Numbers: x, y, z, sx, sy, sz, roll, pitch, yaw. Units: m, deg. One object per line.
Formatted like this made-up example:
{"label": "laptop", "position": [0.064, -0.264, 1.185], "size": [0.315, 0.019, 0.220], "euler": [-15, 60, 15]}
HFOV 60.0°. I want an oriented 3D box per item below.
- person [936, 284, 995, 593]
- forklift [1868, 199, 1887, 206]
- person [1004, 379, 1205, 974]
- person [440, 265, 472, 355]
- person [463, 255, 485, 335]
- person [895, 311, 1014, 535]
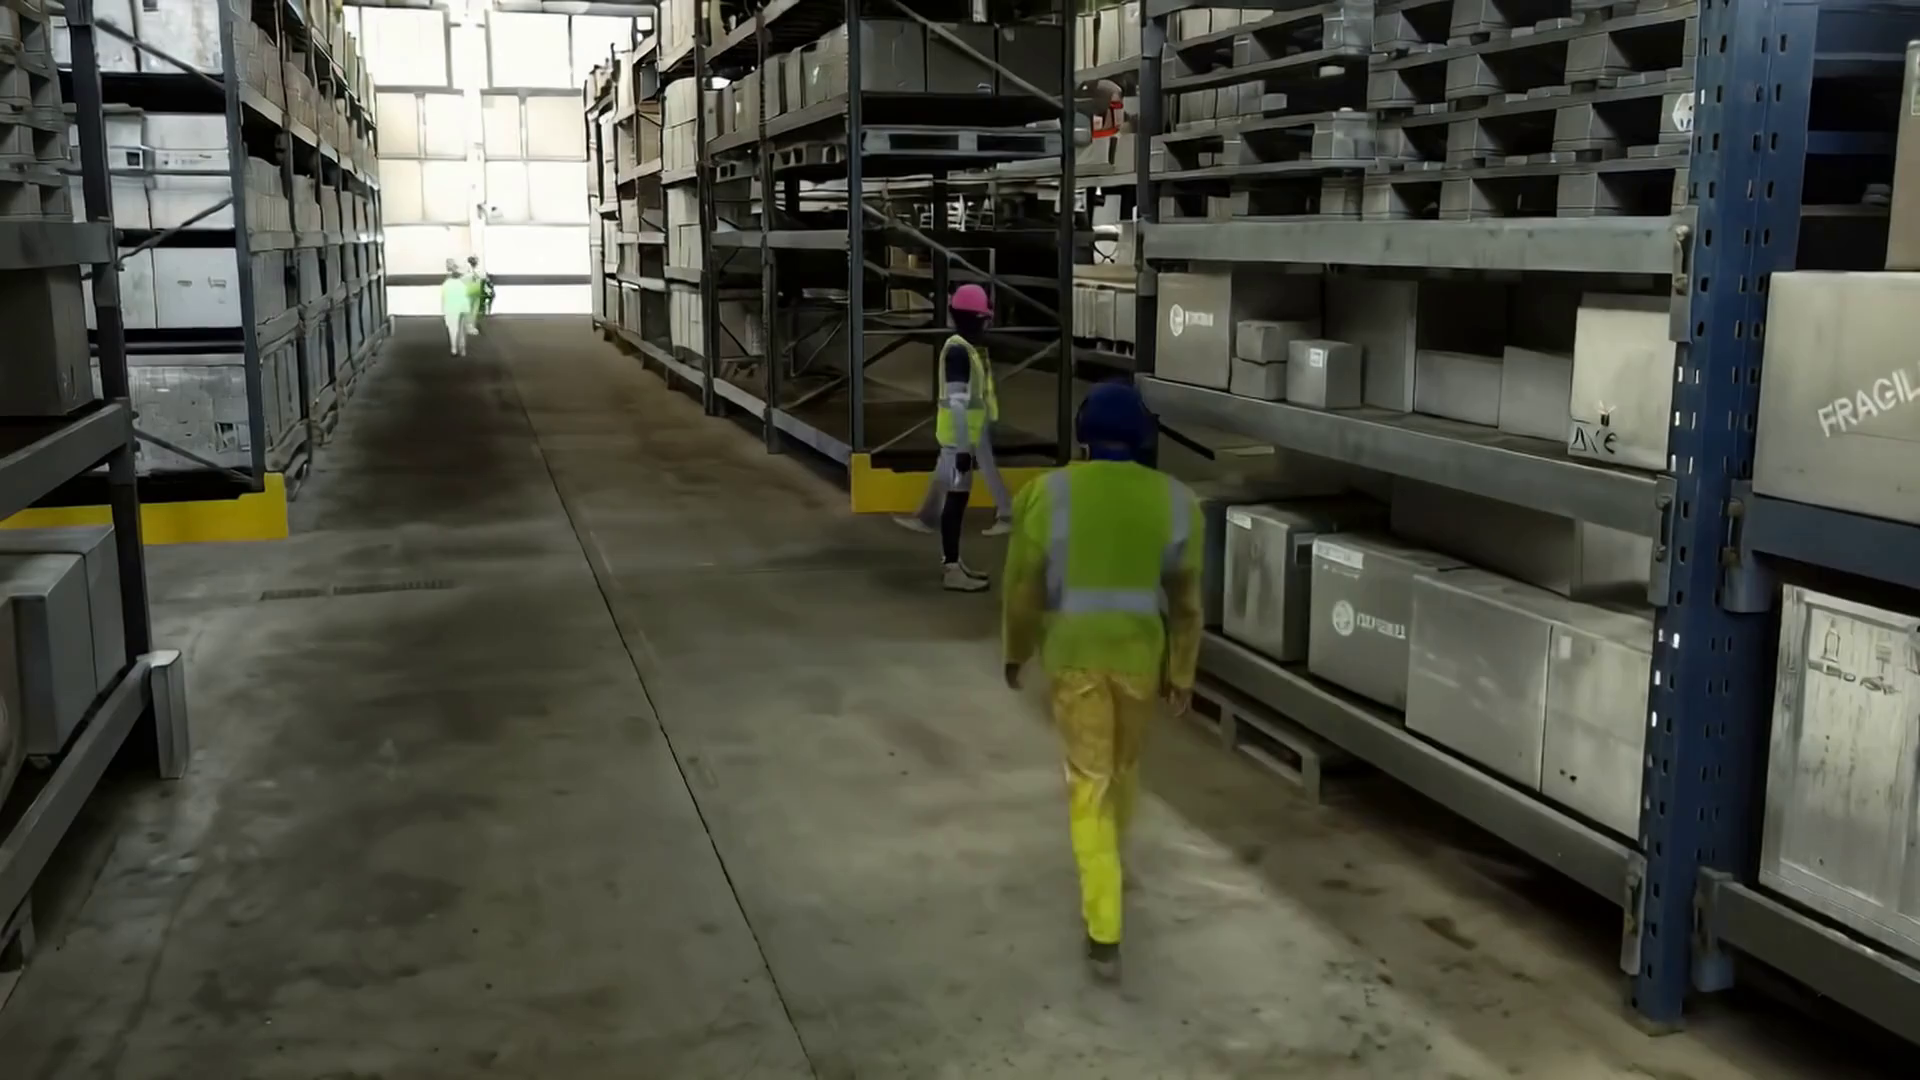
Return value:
{"label": "person", "position": [0.037, -0.678, 11.091], "size": [0.394, 2.040, 0.609], "euler": [0, 10, 1]}
{"label": "forklift", "position": [11.338, -2.915, 21.052], "size": [1.129, 2.768, 1.873], "euler": [-3, 11, -17]}
{"label": "person", "position": [0.471, 0.407, 5.590], "size": [0.638, 1.885, 1.037], "euler": [-1, 10, -8]}
{"label": "person", "position": [-10.037, -4.581, 33.164], "size": [0.593, 1.804, 0.883], "euler": [-4, 11, -22]}
{"label": "person", "position": [-11.607, -5.878, 39.935], "size": [0.686, 1.913, 0.554], "euler": [3, 11, 13]}
{"label": "person", "position": [0.005, -0.911, 13.049], "size": [0.978, 1.785, 0.586], "euler": [-3, 11, -15]}
